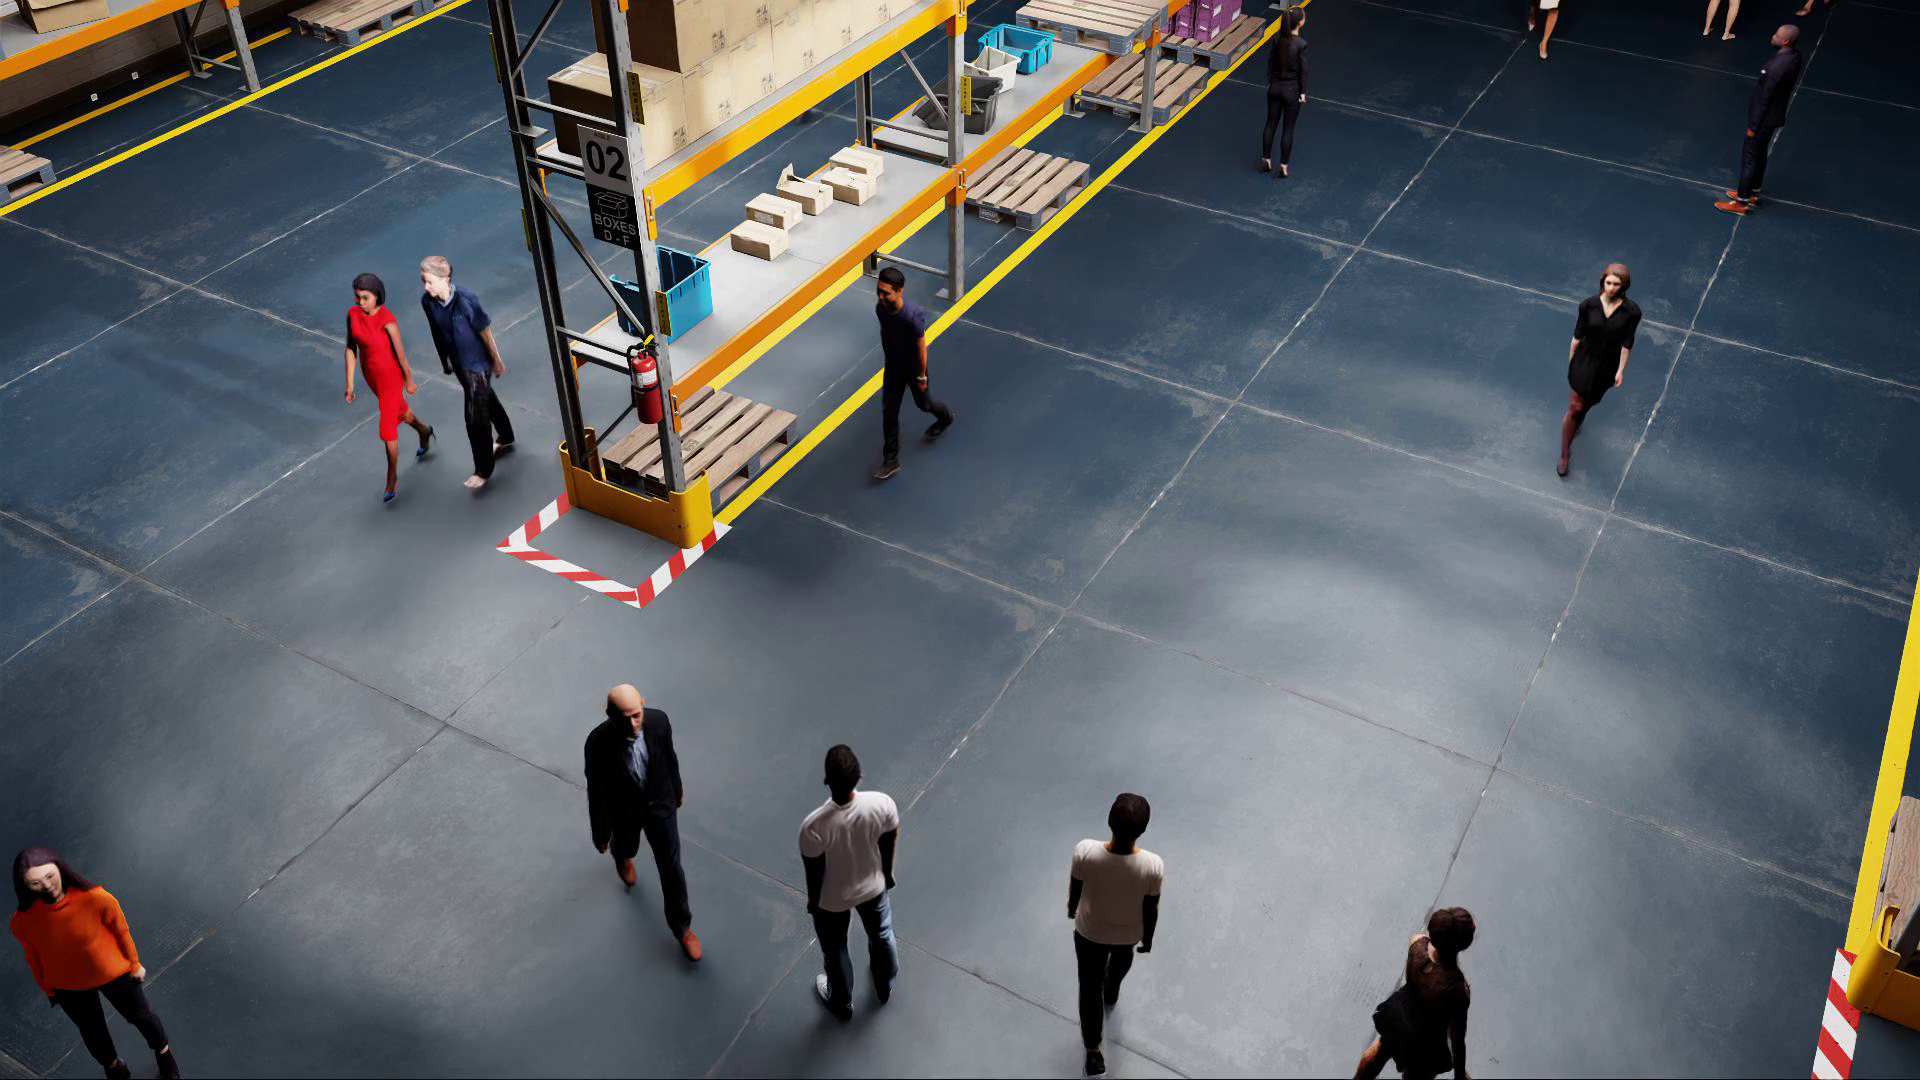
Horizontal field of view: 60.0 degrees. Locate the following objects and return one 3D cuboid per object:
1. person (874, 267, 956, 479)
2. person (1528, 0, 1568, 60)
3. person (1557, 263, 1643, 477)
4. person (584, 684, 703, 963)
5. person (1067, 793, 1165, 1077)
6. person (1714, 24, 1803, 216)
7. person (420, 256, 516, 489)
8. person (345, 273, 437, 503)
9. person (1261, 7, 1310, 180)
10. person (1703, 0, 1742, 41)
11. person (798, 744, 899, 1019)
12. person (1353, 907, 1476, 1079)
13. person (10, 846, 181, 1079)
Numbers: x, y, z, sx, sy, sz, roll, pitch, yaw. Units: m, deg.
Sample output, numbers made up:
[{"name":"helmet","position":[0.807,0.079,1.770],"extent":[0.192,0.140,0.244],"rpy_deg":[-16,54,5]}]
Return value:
[{"name":"person","position":[-0.336,-1.319,12.454],"extent":[0.726,1.737,1.170],"rpy_deg":[27,46,30]},{"name":"person","position":[6.694,-6.373,18.780],"extent":[0.857,1.741,1.022],"rpy_deg":[2,39,3]},{"name":"person","position":[4.806,-1.346,12.541],"extent":[0.730,1.671,1.088],"rpy_deg":[11,40,14]},{"name":"person","position":[-1.769,1.400,9.014],"extent":[1.251,1.781,1.166],"rpy_deg":[-19,42,-22]},{"name":"person","position":[0.746,1.983,8.359],"extent":[0.936,1.688,1.164],"rpy_deg":[2,39,2]},{"name":"person","position":[7.619,-3.981,15.723],"extent":[0.787,1.817,0.585],"rpy_deg":[27,46,30]},{"name":"person","position":[-3.594,-1.340,12.406],"extent":[0.671,1.829,0.928],"rpy_deg":[18,42,21]},{"name":"person","position":[-4.227,-1.222,12.362],"extent":[0.619,1.700,1.033],"rpy_deg":[16,41,19]},{"name":"person","position":[3.190,-4.390,16.320],"extent":[0.621,1.711,0.551],"rpy_deg":[30,47,32]},{"name":"person","position":[8.947,-6.592,19.195],"extent":[0.615,1.565,0.599],"rpy_deg":[31,48,33]},{"name":"person","position":[-0.565,1.755,8.504],"extent":[0.697,1.864,0.811],"rpy_deg":[-17,42,-20]},{"name":"person","position":[2.182,2.312,7.951],"extent":[0.865,1.682,0.811],"rpy_deg":[-3,39,-4]},{"name":"person","position":[-4.240,2.126,8.133],"extent":[0.697,1.747,0.774],"rpy_deg":[-13,40,-16]}]
